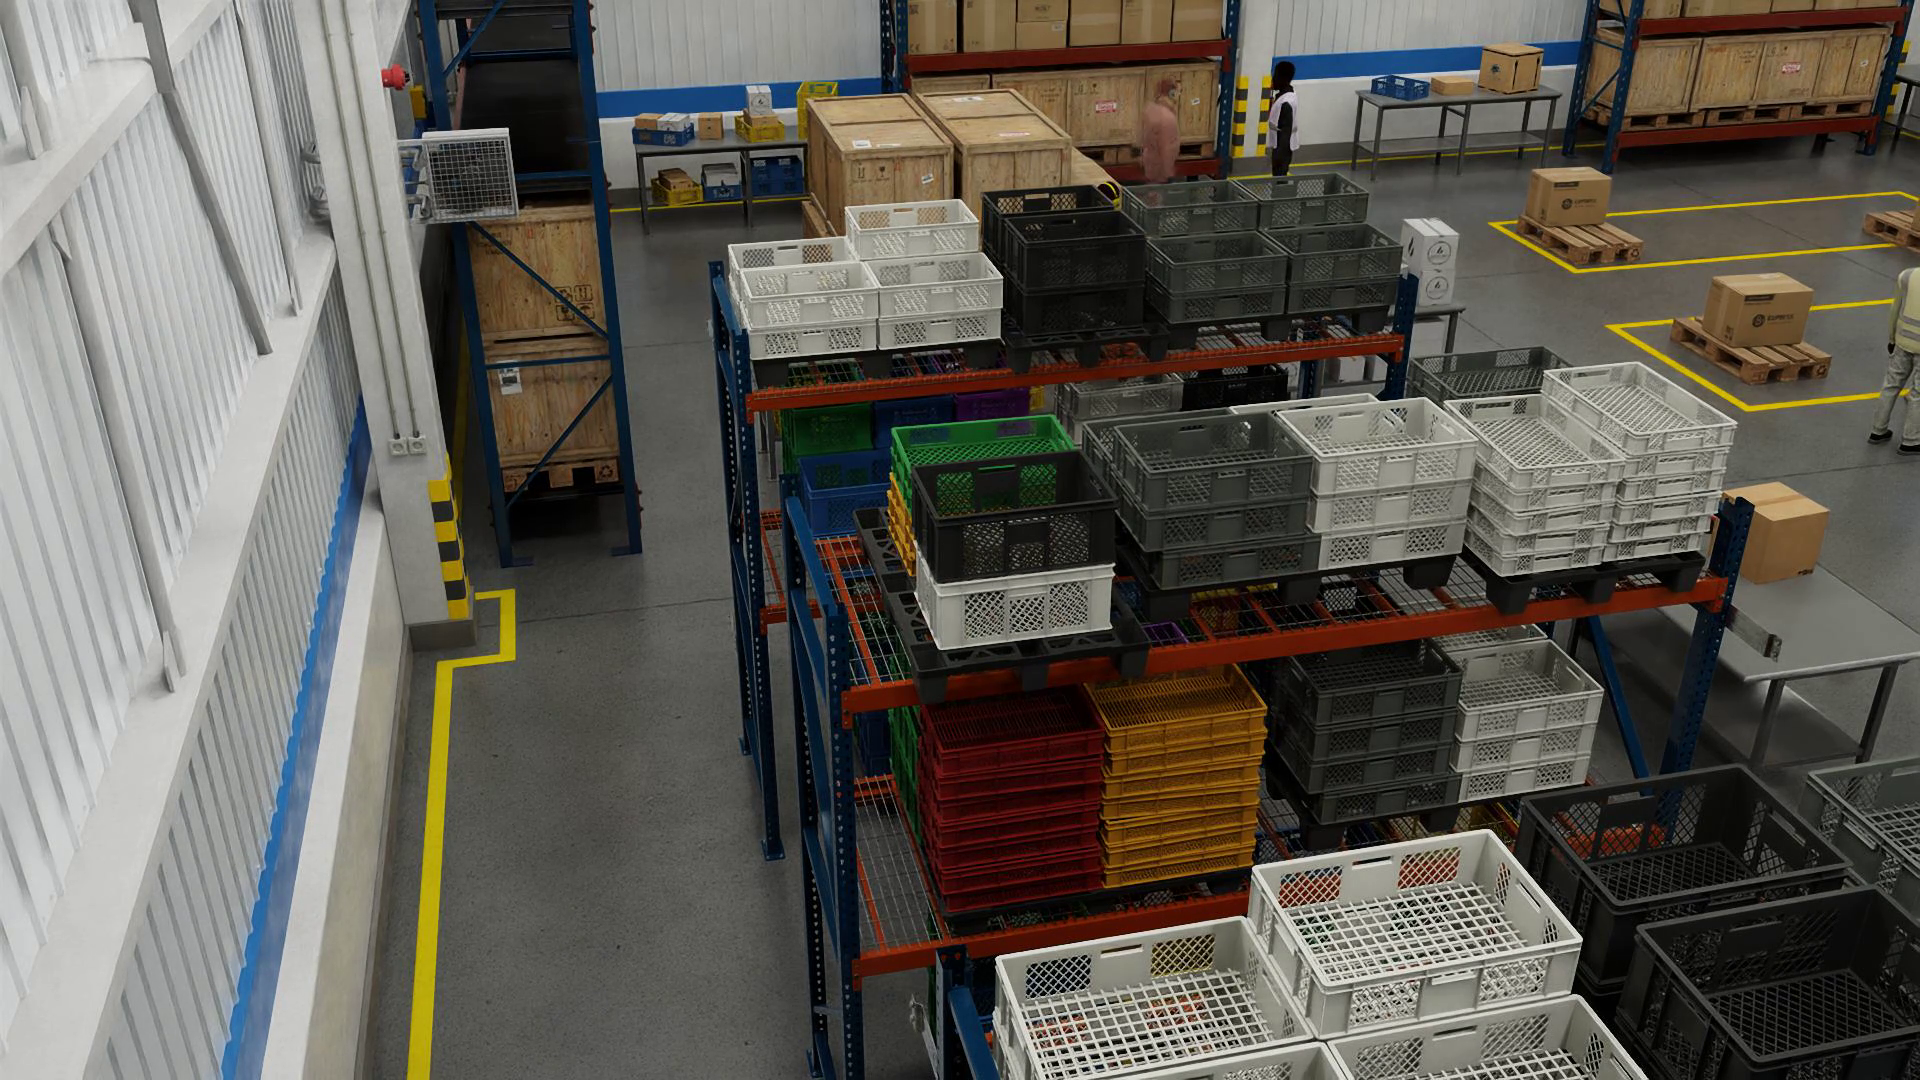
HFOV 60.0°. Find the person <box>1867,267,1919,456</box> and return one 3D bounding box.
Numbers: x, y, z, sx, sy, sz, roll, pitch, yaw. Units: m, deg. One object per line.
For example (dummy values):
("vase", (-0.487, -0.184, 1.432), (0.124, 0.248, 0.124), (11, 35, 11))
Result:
("person", (7.730, -1.580, 13.348), (0.404, 1.836, 0.590), (-14, 31, -25))

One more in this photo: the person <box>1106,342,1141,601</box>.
("person", (1.032, -0.477, 11.204), (0.337, 1.882, 0.585), (0, 28, 0))

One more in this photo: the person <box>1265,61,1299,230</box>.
("person", (3.584, -4.366, 18.550), (0.390, 1.916, 0.587), (4, 28, 7))

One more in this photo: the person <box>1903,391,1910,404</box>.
("person", (8.483, -1.932, 14.171), (0.528, 1.689, 0.318), (12, 30, 22))

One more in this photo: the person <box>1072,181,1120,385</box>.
("person", (1.258, -2.218, 14.530), (0.521, 1.865, 0.327), (17, 32, 28))

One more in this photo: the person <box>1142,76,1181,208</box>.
("person", (2.177, -4.057, 17.990), (0.415, 1.889, 0.660), (-1, 28, -3))
